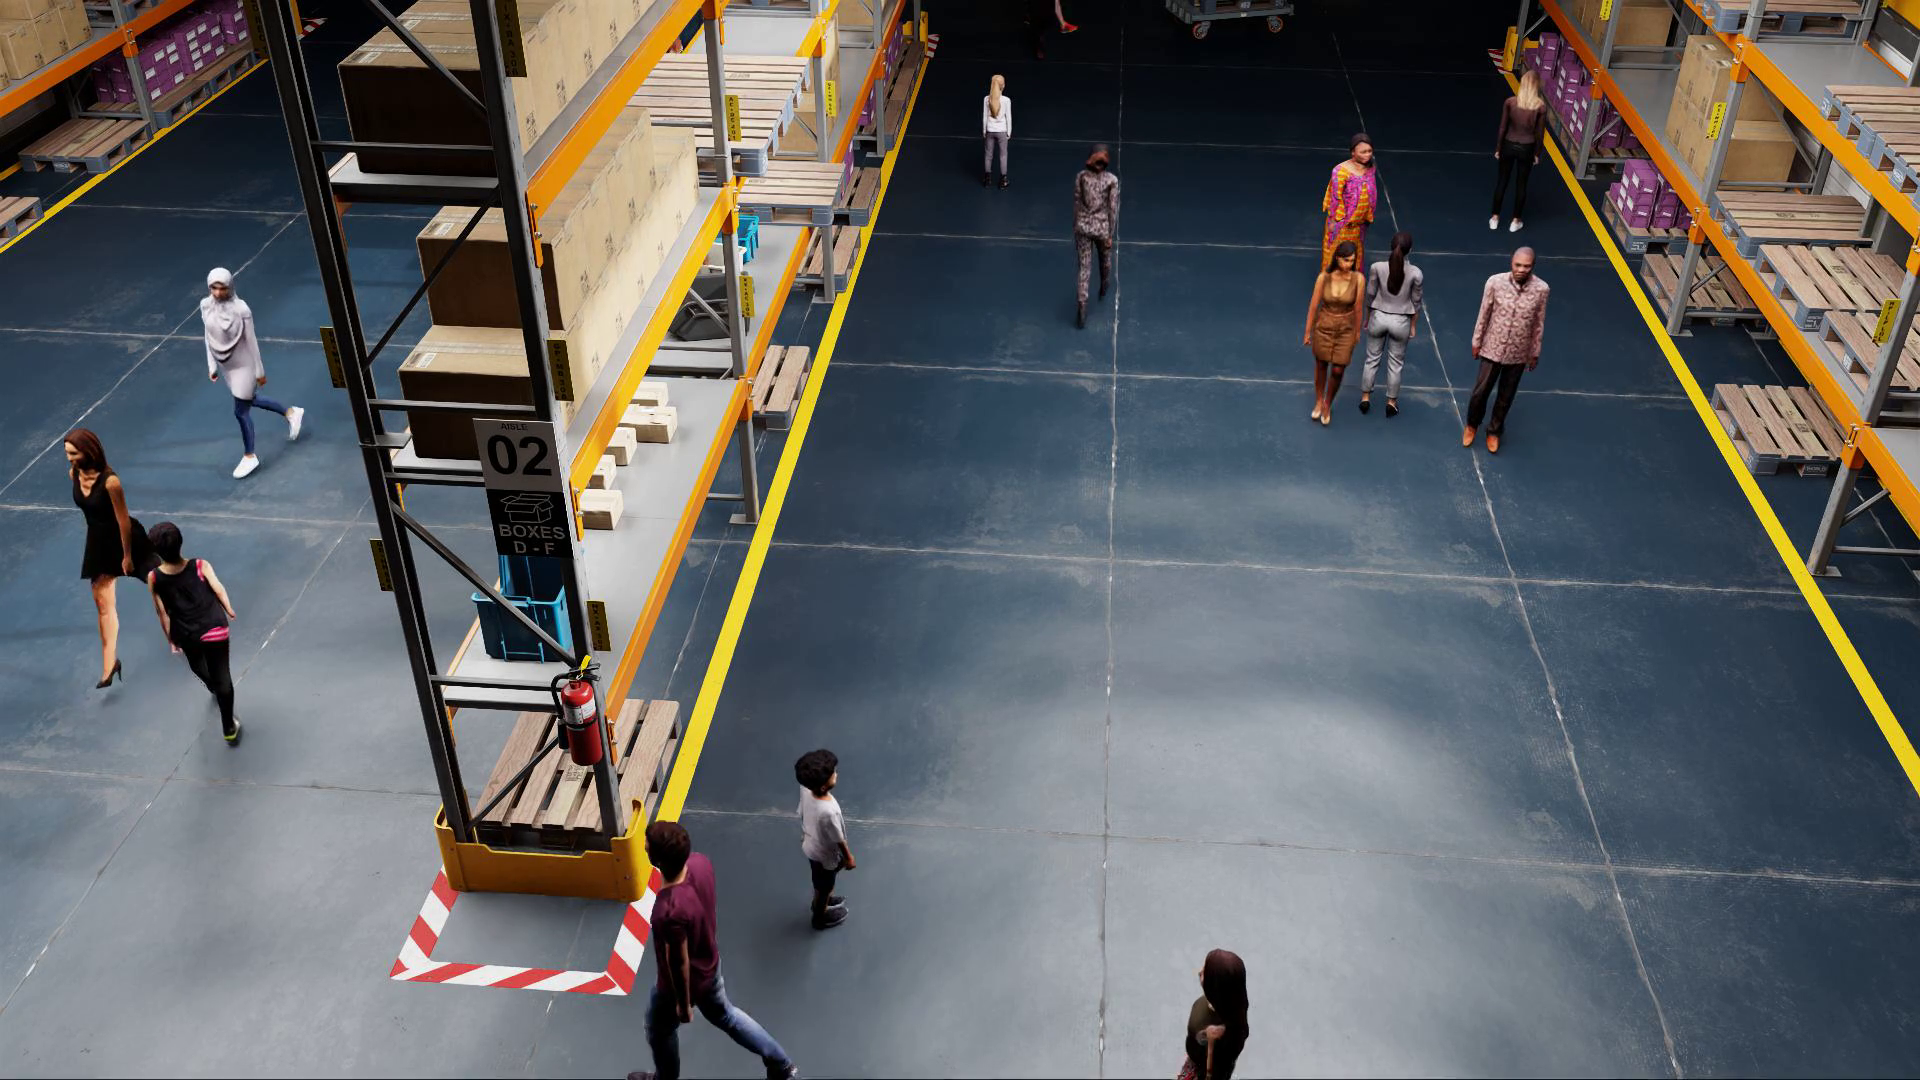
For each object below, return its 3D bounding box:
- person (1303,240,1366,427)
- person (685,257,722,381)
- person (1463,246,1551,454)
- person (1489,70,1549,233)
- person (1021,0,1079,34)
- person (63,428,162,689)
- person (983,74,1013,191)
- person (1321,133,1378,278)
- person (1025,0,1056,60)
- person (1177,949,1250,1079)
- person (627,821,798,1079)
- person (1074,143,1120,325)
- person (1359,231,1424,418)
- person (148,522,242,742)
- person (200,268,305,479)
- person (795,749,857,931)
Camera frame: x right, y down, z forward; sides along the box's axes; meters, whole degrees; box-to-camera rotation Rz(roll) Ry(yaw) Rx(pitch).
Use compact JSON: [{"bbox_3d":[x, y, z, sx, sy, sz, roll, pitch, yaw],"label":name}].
[{"bbox_3d":[3.168,-1.774,14.017,0.673,1.671,0.665,13,36,19],"label":"person"},{"bbox_3d":[-2.161,-1.695,13.900,0.643,1.669,0.606,7,34,11],"label":"person"},{"bbox_3d":[4.486,-1.602,13.647,0.716,1.795,0.652,7,34,11],"label":"person"},{"bbox_3d":[5.855,-4.086,17.467,0.668,1.703,0.623,15,36,21],"label":"person"},{"bbox_3d":[1.158,-8.043,23.337,1.118,1.795,1.239,20,38,27],"label":"person"},{"bbox_3d":[-5.573,0.043,11.190,0.770,1.775,1.191,10,35,15],"label":"person"},{"bbox_3d":[0.403,-4.558,18.563,0.515,1.276,0.525,9,35,13],"label":"person"},{"bbox_3d":[3.780,-3.135,16.058,0.792,1.679,0.835,-18,38,-25],"label":"person"},{"bbox_3d":[1.081,-7.436,22.470,0.822,1.744,1.015,-6,34,-9],"label":"person"},{"bbox_3d":[1.224,2.485,7.719,0.714,1.551,0.759,11,35,16],"label":"person"},{"bbox_3d":[-1.234,2.095,8.059,0.849,1.824,1.067,8,35,13],"label":"person"},{"bbox_3d":[1.231,-2.852,15.644,0.680,1.665,1.161,6,34,10],"label":"person"},{"bbox_3d":[3.634,-1.819,14.078,0.689,1.678,0.687,13,36,19],"label":"person"},{"bbox_3d":[-4.845,0.599,10.589,0.757,1.514,1.046,-8,34,-12],"label":"person"},{"bbox_3d":[-5.748,-1.418,13.413,0.876,1.747,1.141,16,37,22],"label":"person"},{"bbox_3d":[-0.804,1.689,9.187,0.633,1.251,0.550,-16,37,-22],"label":"person"}]
